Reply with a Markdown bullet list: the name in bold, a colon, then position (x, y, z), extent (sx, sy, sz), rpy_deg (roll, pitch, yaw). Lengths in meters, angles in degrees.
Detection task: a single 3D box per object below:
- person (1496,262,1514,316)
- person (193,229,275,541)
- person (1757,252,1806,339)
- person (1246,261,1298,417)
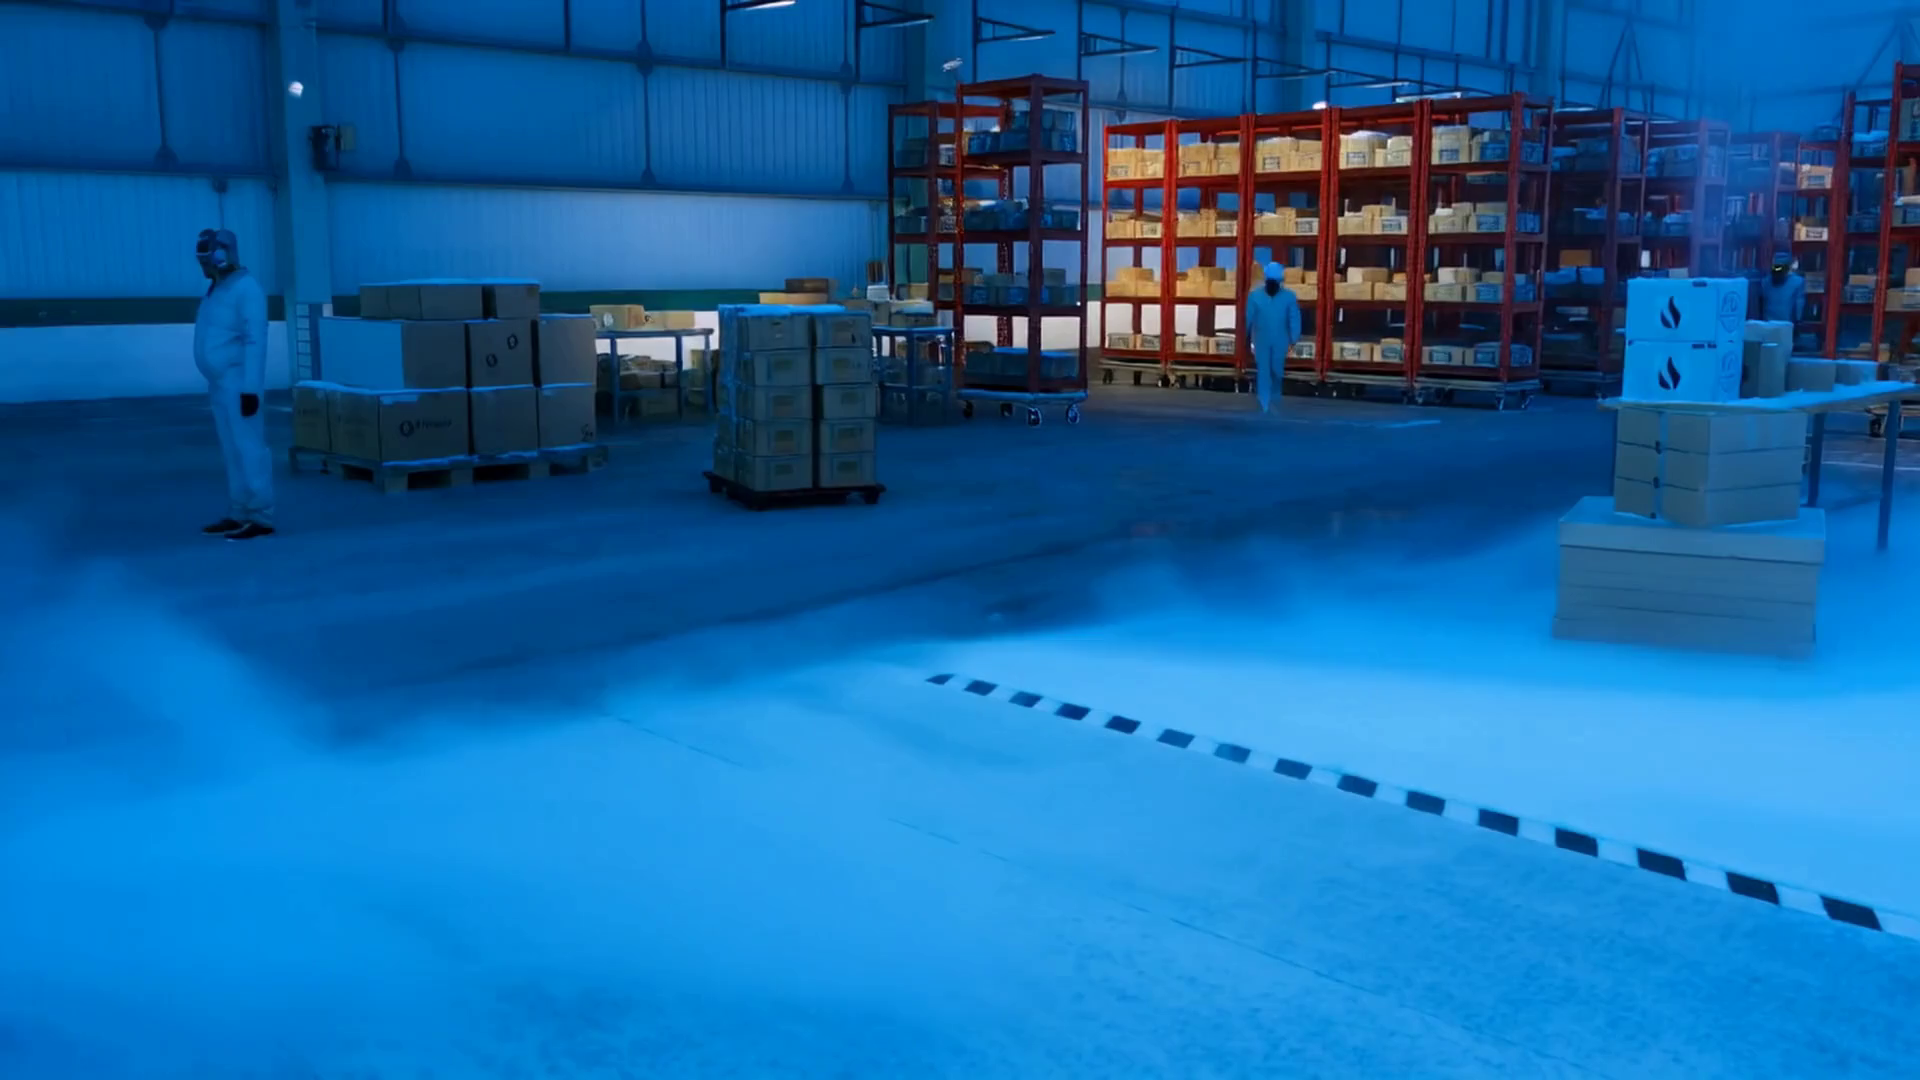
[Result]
- **person**: position (12.469, -5.499, 38.006), extent (0.597, 1.770, 0.941), rpy_deg (6, 11, 32)
- **person**: position (-4.494, -0.948, 10.251), extent (0.401, 1.904, 0.640), rpy_deg (-8, 13, -41)
- **person**: position (10.592, -2.787, 21.498), extent (0.395, 1.839, 0.564), rpy_deg (-8, 13, -41)
- **person**: position (3.509, -2.266, 18.709), extent (0.573, 1.726, 0.748), rpy_deg (2, 10, 11)
